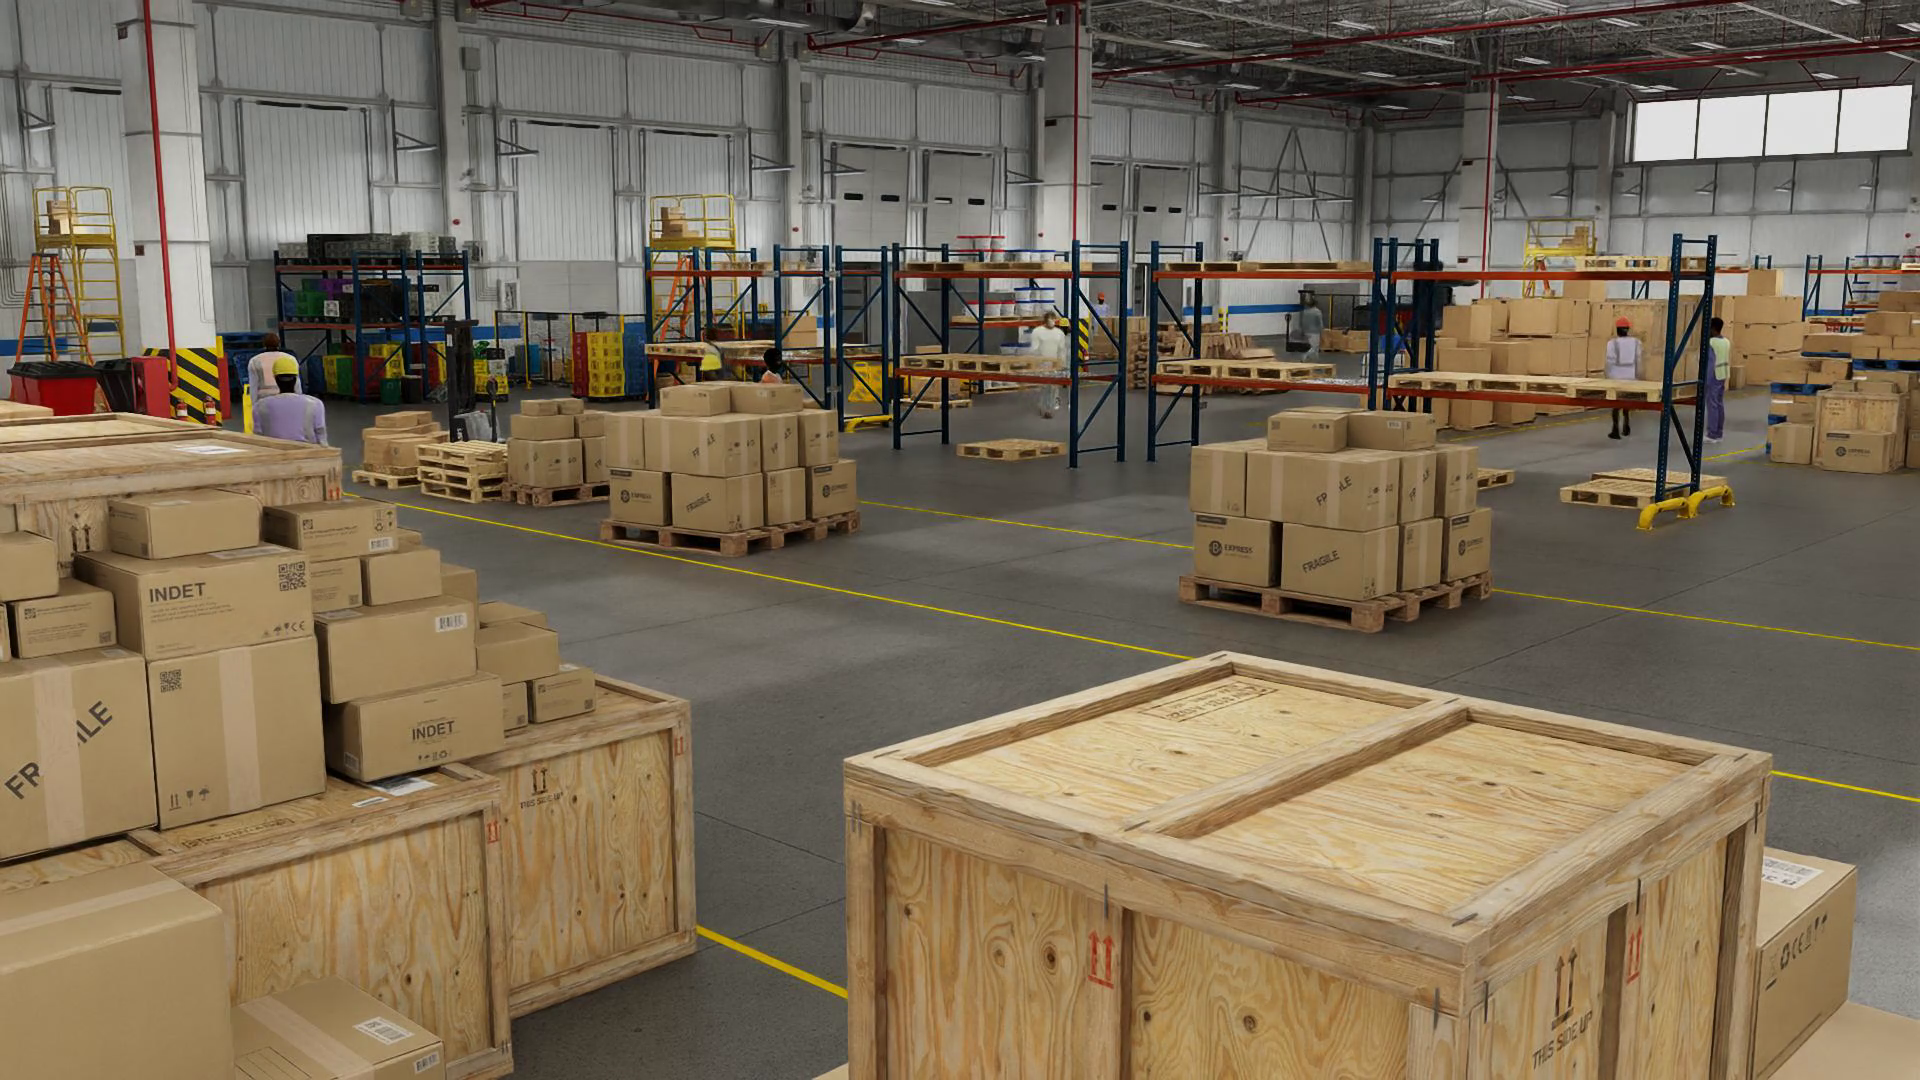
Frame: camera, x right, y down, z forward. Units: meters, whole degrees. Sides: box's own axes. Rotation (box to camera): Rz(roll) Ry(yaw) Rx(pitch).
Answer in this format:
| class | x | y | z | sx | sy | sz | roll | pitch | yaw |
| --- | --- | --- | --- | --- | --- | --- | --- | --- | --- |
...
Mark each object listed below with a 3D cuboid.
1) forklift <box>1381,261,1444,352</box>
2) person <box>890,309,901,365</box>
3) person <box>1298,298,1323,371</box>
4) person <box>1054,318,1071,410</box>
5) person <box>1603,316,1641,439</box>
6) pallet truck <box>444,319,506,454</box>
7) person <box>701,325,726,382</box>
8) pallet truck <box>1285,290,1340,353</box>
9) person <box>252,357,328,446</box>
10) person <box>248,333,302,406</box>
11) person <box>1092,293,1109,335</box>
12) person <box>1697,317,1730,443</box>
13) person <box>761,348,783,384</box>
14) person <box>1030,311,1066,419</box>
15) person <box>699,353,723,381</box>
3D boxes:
| class | x | y | z | sx | sy | sz | roll | pitch | yaw |
| --- | --- | --- | --- | --- | --- | --- | --- | --- | --- |
| forklift | 11.093 | -5.216 | 39.526 | 1.873 | 2.768 | 1.129 | 8 | 12 | 39 |
| person | -1.686 | -5.238 | 43.486 | 0.314 | 1.634 | 0.516 | 3 | 10 | 19 |
| person | 9.110 | -5.347 | 43.368 | 0.753 | 1.891 | 0.701 | -5 | 11 | -30 |
| person | 1.964 | -3.327 | 31.443 | 0.484 | 1.737 | 0.321 | 2 | 9 | 10 |
| person | 10.314 | -2.533 | 25.989 | 0.562 | 1.925 | 0.396 | -1 | 9 | -6 |
| pallet truck | -6.981 | -1.942 | 22.150 | 1.885 | 1.965 | 0.823 | 1 | 9 | 9 |
| person | -3.697 | -2.367 | 25.351 | 0.937 | 1.808 | 0.523 | 2 | 10 | 14 |
| pallet truck | 11.297 | -6.951 | 52.861 | 1.885 | 1.965 | 0.823 | -5 | 11 | -29 |
| person | -5.699 | -0.604 | 14.202 | 0.597 | 1.913 | 0.397 | -2 | 10 | -14 |
| person | -8.777 | -1.734 | 21.357 | 0.626 | 1.844 | 0.429 | -4 | 10 | -24 |
| person | 4.323 | -6.634 | 51.138 | 0.545 | 1.929 | 0.390 | -1 | 9 | -7 |
| person | 11.556 | -2.442 | 25.459 | 0.589 | 1.920 | 0.398 | -8 | 12 | -41 |
| person | -2.282 | -1.503 | 20.376 | 0.315 | 1.696 | 0.540 | 1 | 9 | 5 |
| person | 1.589 | -3.079 | 29.360 | 0.665 | 1.917 | 0.630 | -4 | 10 | -22 |
| person | -2.642 | -1.155 | 18.058 | 0.596 | 1.750 | 0.540 | -9 | 13 | -44 |
